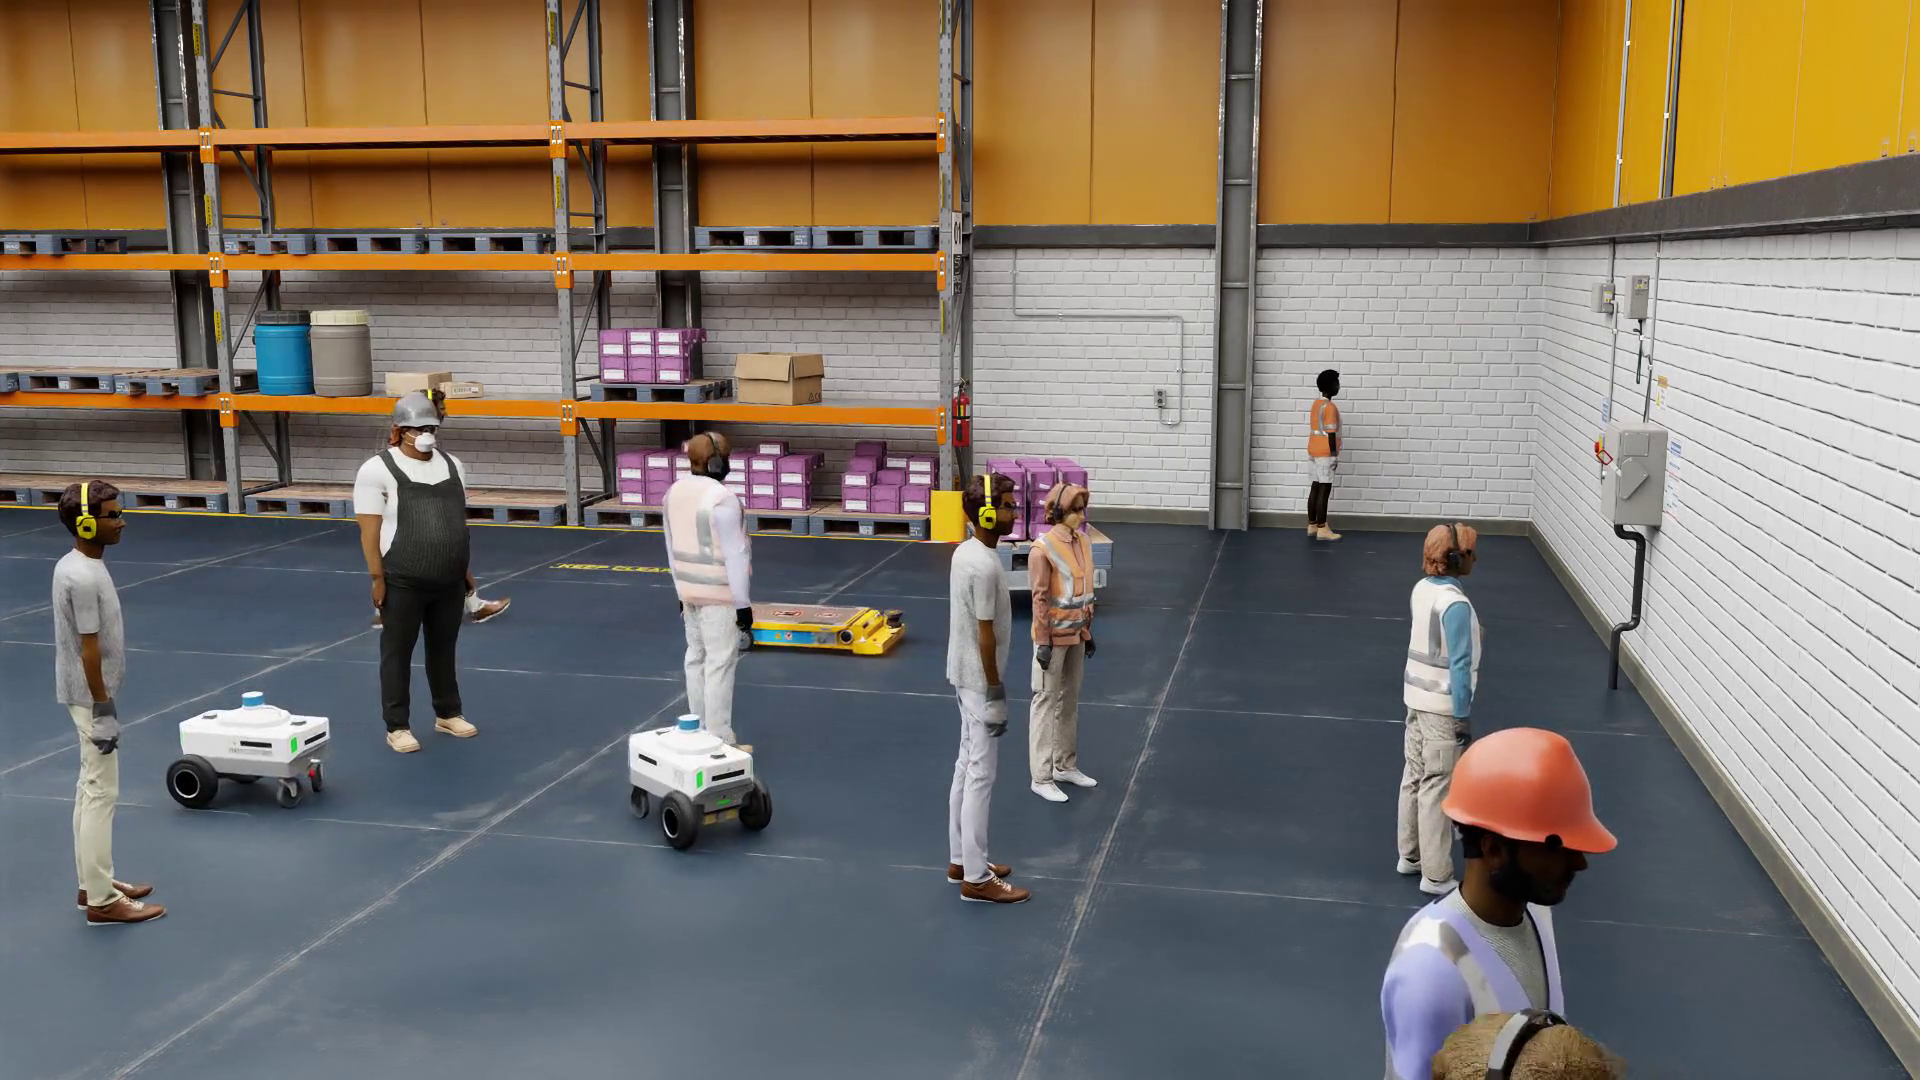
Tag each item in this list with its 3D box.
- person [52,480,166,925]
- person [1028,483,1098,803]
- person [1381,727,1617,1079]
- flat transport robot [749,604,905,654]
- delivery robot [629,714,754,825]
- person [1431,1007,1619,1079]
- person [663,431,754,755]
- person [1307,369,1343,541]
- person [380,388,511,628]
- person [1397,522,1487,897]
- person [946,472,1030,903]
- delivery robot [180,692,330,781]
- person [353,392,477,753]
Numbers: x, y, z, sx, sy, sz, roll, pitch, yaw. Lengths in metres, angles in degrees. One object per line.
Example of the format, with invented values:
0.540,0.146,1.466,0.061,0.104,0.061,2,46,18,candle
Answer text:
-3.619,0.676,7.006,0.330,1.872,0.512,-6,11,-31,person
0.527,0.519,8.624,0.307,1.638,0.513,6,12,33,person
0.999,1.294,3.175,0.382,1.934,0.548,8,12,40,person
-1.169,0.626,12.032,1.431,0.197,0.652,2,10,12,flat transport robot
-1.319,1.097,8.125,0.477,0.478,0.707,-8,12,-39,delivery robot
0.710,1.483,2.170,0.645,1.875,1.050,-3,10,-19,person
-1.373,0.305,9.301,0.429,1.844,0.627,-9,13,-43,person
3.631,-0.847,16.540,0.318,1.697,0.536,-1,10,-7,person
-3.973,-0.238,12.601,0.974,1.806,0.526,-4,10,-22,person
2.110,0.738,7.318,0.314,1.642,0.514,-1,10,-5,person
0.110,0.633,7.261,0.335,1.873,0.521,-2,10,-9,person
-3.619,1.025,8.549,0.707,0.478,0.477,2,10,13,delivery robot
-3.046,0.170,9.497,0.535,2.000,0.673,8,12,39,person
